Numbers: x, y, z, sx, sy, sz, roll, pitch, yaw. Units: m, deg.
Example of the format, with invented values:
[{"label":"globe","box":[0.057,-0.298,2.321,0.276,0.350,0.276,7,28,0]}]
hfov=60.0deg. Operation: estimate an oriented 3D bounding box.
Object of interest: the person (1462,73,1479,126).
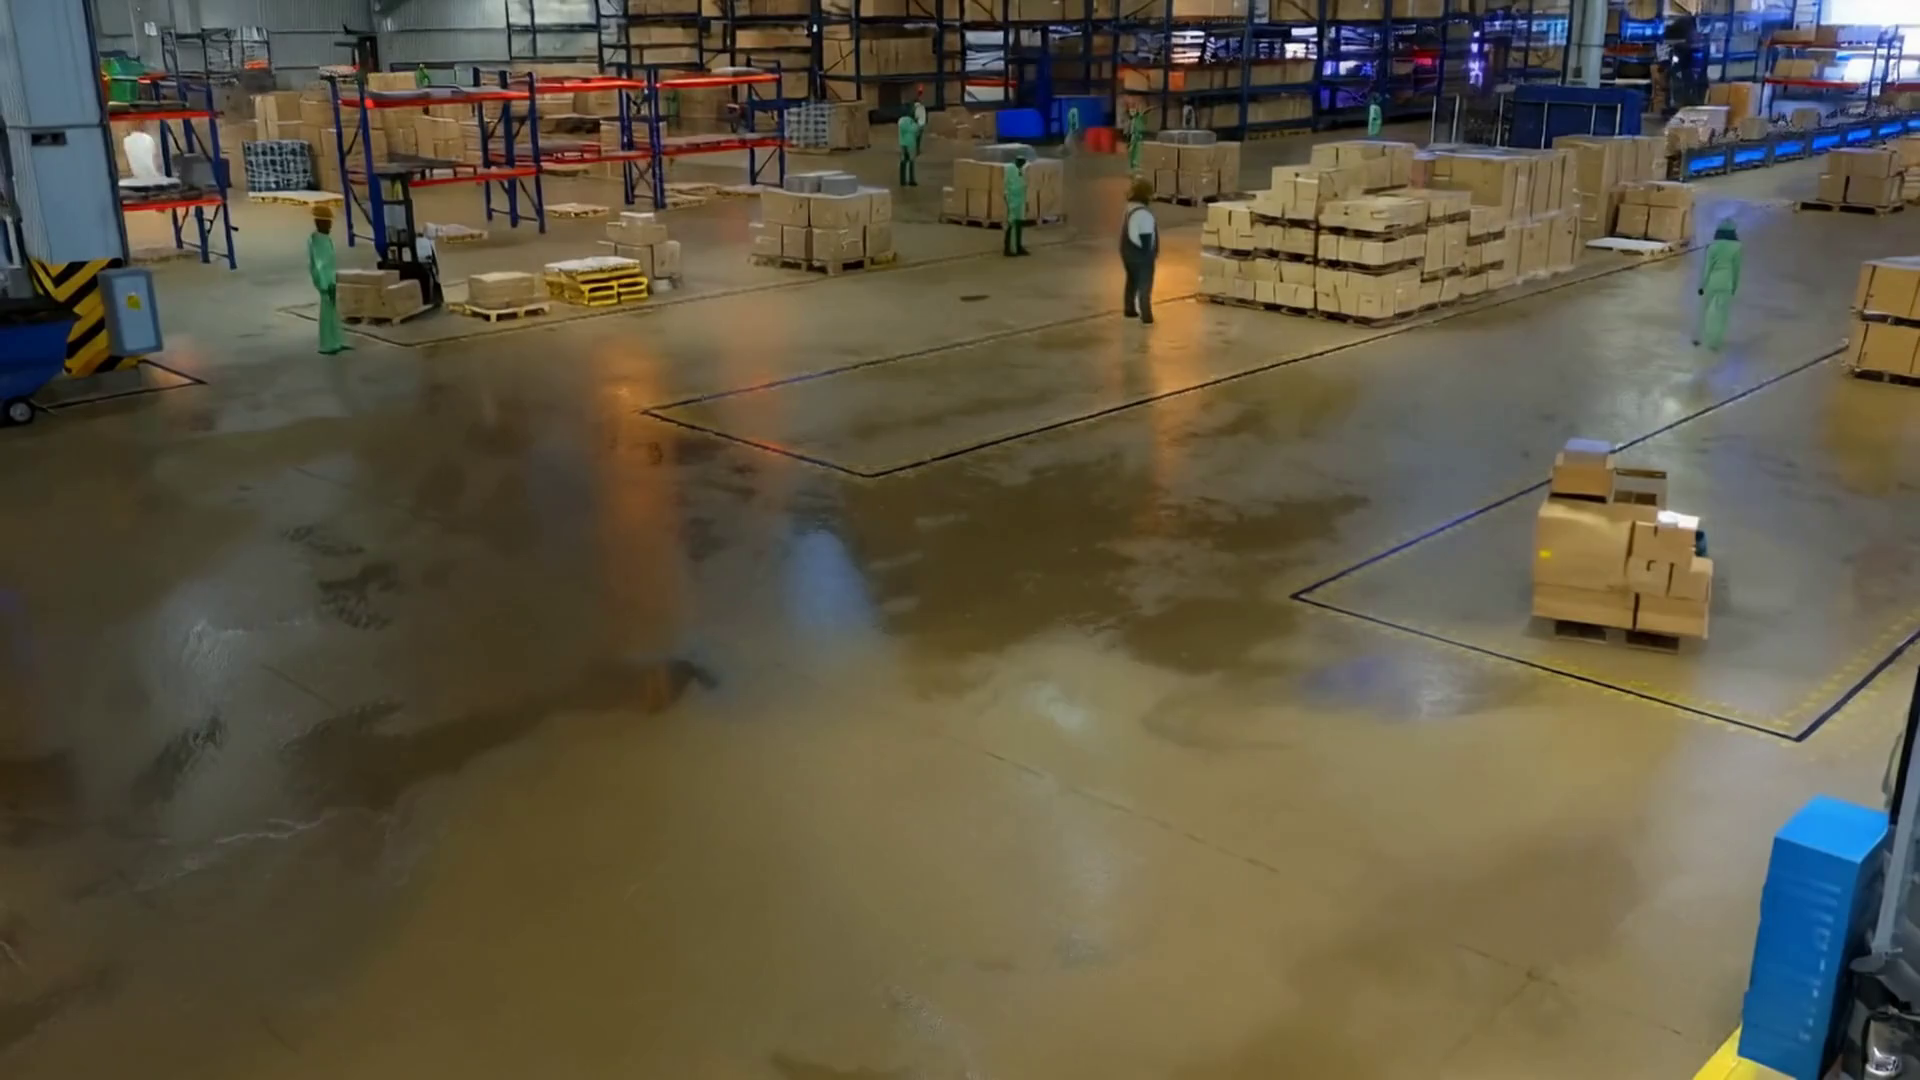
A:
[{"label":"person","box":[17.513,-15.117,57.098,0.558,1.735,0.760,4,19,11]}]

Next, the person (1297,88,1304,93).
[{"label":"person","box":[12.732,-16.960,62.790,0.531,1.653,0.877,17,25,41]}]

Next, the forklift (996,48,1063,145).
[{"label":"forklift","box":[2.071,-13.219,49.609,1.129,2.768,1.873,17,25,41]}]

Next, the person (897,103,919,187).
[{"label":"person","box":[-1.214,-9.368,39.458,0.606,1.957,0.388,15,23,37]}]

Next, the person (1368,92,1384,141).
[{"label":"person","box":[10.902,-10.767,43.694,0.365,1.935,0.553,13,22,34]}]

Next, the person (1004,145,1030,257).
[{"label":"person","box":[1.025,-5.938,29.167,0.550,1.929,0.396,-15,23,-37]}]

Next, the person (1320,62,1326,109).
[{"label":"person","box":[13.387,-16.905,62.023,0.375,2.043,0.611,-5,19,-15]}]

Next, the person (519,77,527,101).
[{"label":"person","box":[-14.362,-14.309,54.601,0.772,1.799,0.736,-3,19,-10]}]

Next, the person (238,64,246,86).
[{"label":"person","box":[-25.555,-16.003,59.436,0.659,1.953,0.694,13,22,33]}]

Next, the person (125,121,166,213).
[{"label":"person","box":[-17.122,-7.802,34.843,1.026,1.894,0.628,13,22,33]}]

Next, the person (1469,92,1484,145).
[{"label":"person","box":[15.262,-12.375,49.036,0.543,1.613,0.510,-15,24,-38]}]

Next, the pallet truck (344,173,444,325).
[{"label":"pallet truck","box":[-8.209,-4.181,23.757,0.823,1.965,1.885,3,19,9]}]

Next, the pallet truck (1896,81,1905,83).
[{"label":"pallet truck","box":[34.802,-16.331,61.455,0.653,1.274,1.630,17,25,41]}]

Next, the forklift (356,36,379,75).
[{"label":"forklift","box":[-22.085,-17.432,62.302,1.129,2.768,1.873,17,25,41]}]

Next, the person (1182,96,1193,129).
[{"label":"person","box":[6.432,-11.735,47.076,0.307,1.641,0.514,7,20,20]}]

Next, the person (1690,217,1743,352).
[{"label":"person","box":[9.873,-3.347,21.690,0.505,1.711,0.794,3,19,8]}]

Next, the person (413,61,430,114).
[{"label":"person","box":[-20.113,-16.891,62.155,0.579,1.926,0.387,-6,19,-19]}]

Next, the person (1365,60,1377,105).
[{"label":"person","box":[16.552,-18.366,66.672,0.663,1.877,0.684,0,18,-1]}]

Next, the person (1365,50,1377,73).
[{"label":"person","box":[19.038,-21.752,76.963,0.433,1.832,0.624,-14,23,-37]}]

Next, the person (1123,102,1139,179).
[{"label":"person","box":[4.237,-9.859,41.065,0.328,1.872,0.514,8,20,24]}]

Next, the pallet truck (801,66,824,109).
[{"label":"pallet truck","box":[-4.812,-15.182,56.903,0.823,1.965,1.885,-9,21,-26]}]

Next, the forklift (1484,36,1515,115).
[{"label":"forklift","box":[19.973,-17.201,61.605,1.873,2.768,1.129,16,24,40]}]

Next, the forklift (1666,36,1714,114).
[{"label":"forklift","box":[27.341,-17.291,61.877,1.129,2.768,1.873,17,25,41]}]

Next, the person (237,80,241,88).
[{"label":"person","box":[-22.431,-13.565,52.177,0.944,1.897,0.657,15,24,38]}]

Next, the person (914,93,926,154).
[{"label":"person","box":[-1.160,-11.853,47.342,0.320,1.698,0.531,7,20,20]}]

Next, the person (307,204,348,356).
[{"label":"person","box":[-8.116,-3.338,21.329,0.382,1.924,0.594,-4,19,-11]}]

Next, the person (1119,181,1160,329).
[{"label":"person","box":[2.503,-3.966,23.042,0.535,2.000,0.693,-9,20,-25]}]

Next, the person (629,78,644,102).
[{"label":"person","box":[-10.108,-13.310,51.422,0.672,1.889,0.991,-8,20,-22]}]

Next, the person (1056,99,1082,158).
[{"label":"person","box":[3.038,-11.415,46.172,0.831,1.604,0.530,-1,18,-2]}]

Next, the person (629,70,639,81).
[{"label":"person","box":[-11.034,-14.860,56.077,0.591,1.911,0.389,-8,20,-23]}]
